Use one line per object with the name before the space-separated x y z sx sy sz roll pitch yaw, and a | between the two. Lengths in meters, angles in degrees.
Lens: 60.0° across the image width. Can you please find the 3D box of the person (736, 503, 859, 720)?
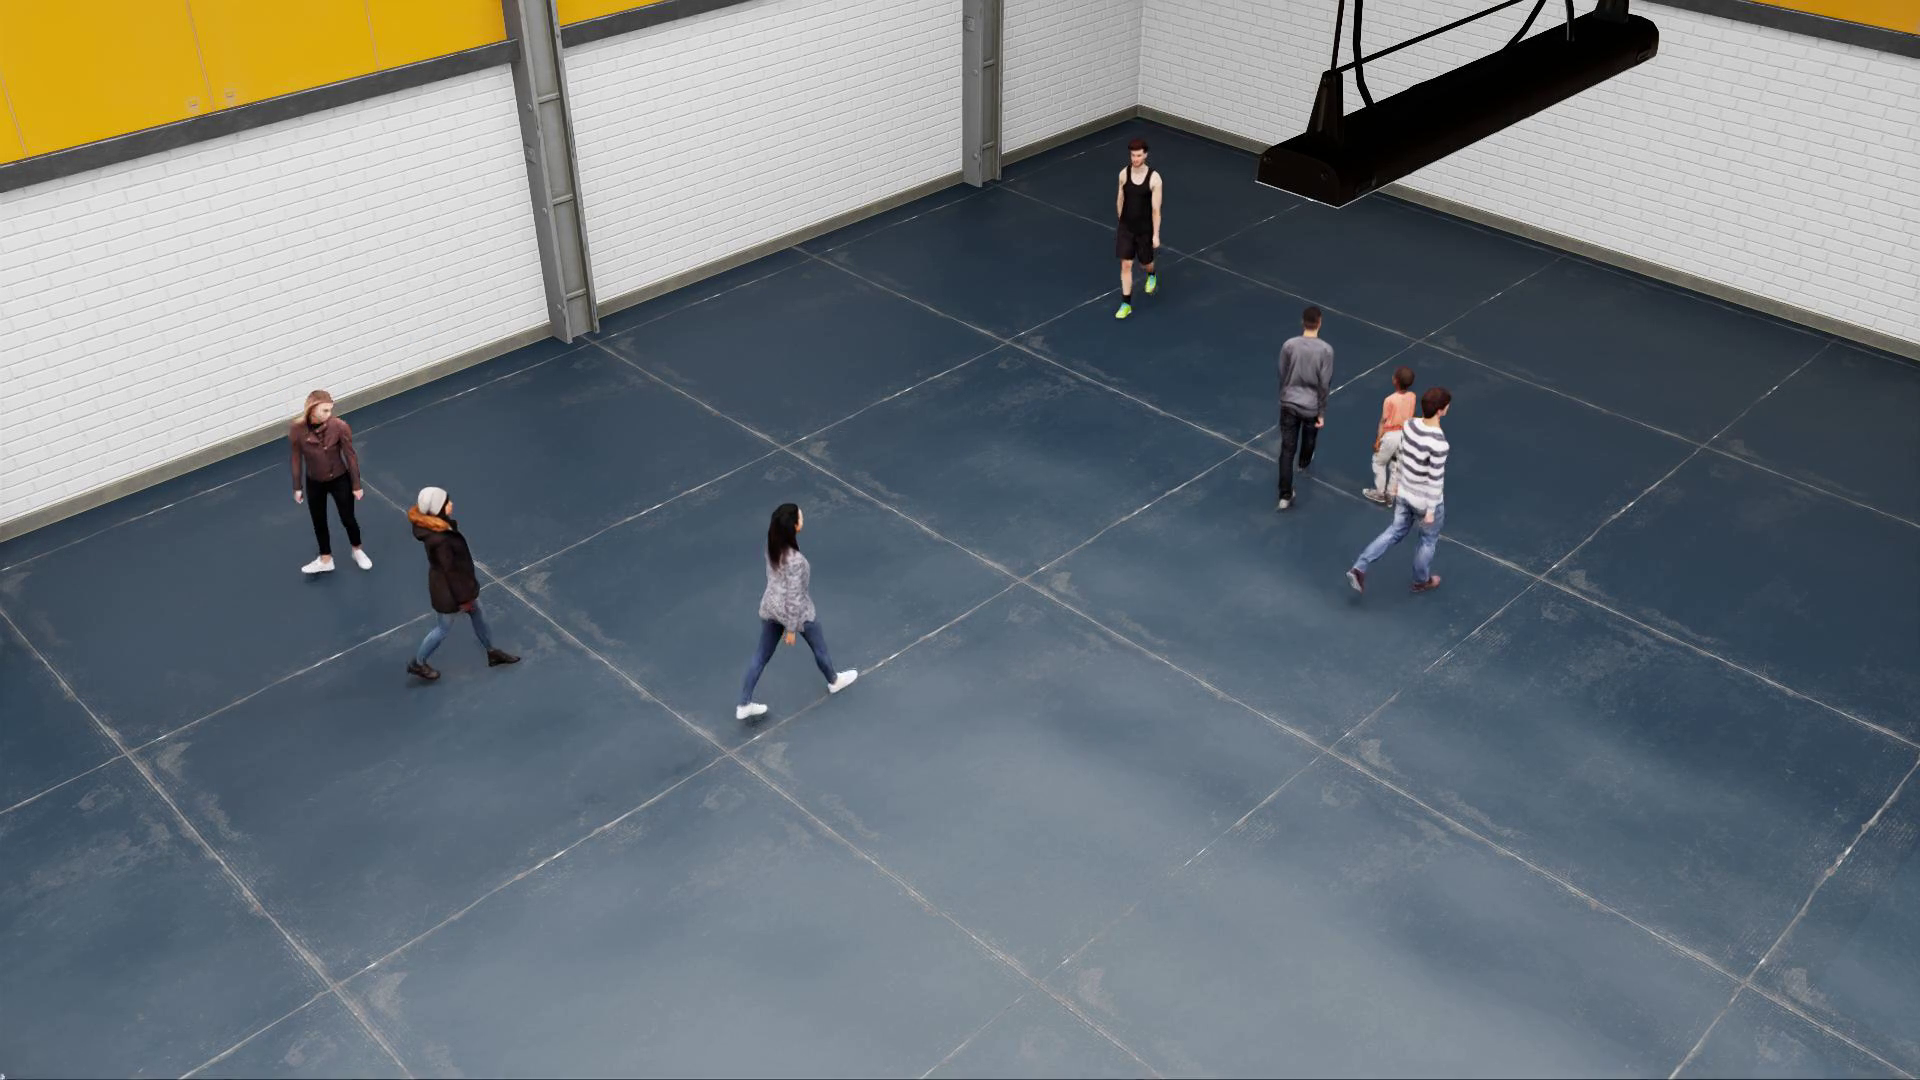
person | -1.289 0.551 11.619 1.214 1.679 0.688 -25 41 -32

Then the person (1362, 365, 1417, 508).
person | 3.683 -0.855 14.071 0.583 1.305 0.672 -8 34 -12

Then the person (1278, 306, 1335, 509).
person | 2.863 -1.073 14.030 0.947 1.713 1.206 12 36 18

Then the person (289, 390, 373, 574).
person | -5.022 -0.458 13.132 0.835 1.683 0.887 6 34 9

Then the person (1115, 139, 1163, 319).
person | 1.868 -3.254 17.174 0.933 1.865 1.190 15 36 21

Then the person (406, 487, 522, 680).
person | -3.742 0.355 11.982 1.150 1.601 0.971 -8 34 -12

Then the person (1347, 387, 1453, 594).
person | 3.447 -0.319 12.793 1.171 1.828 0.902 -14 36 -20
